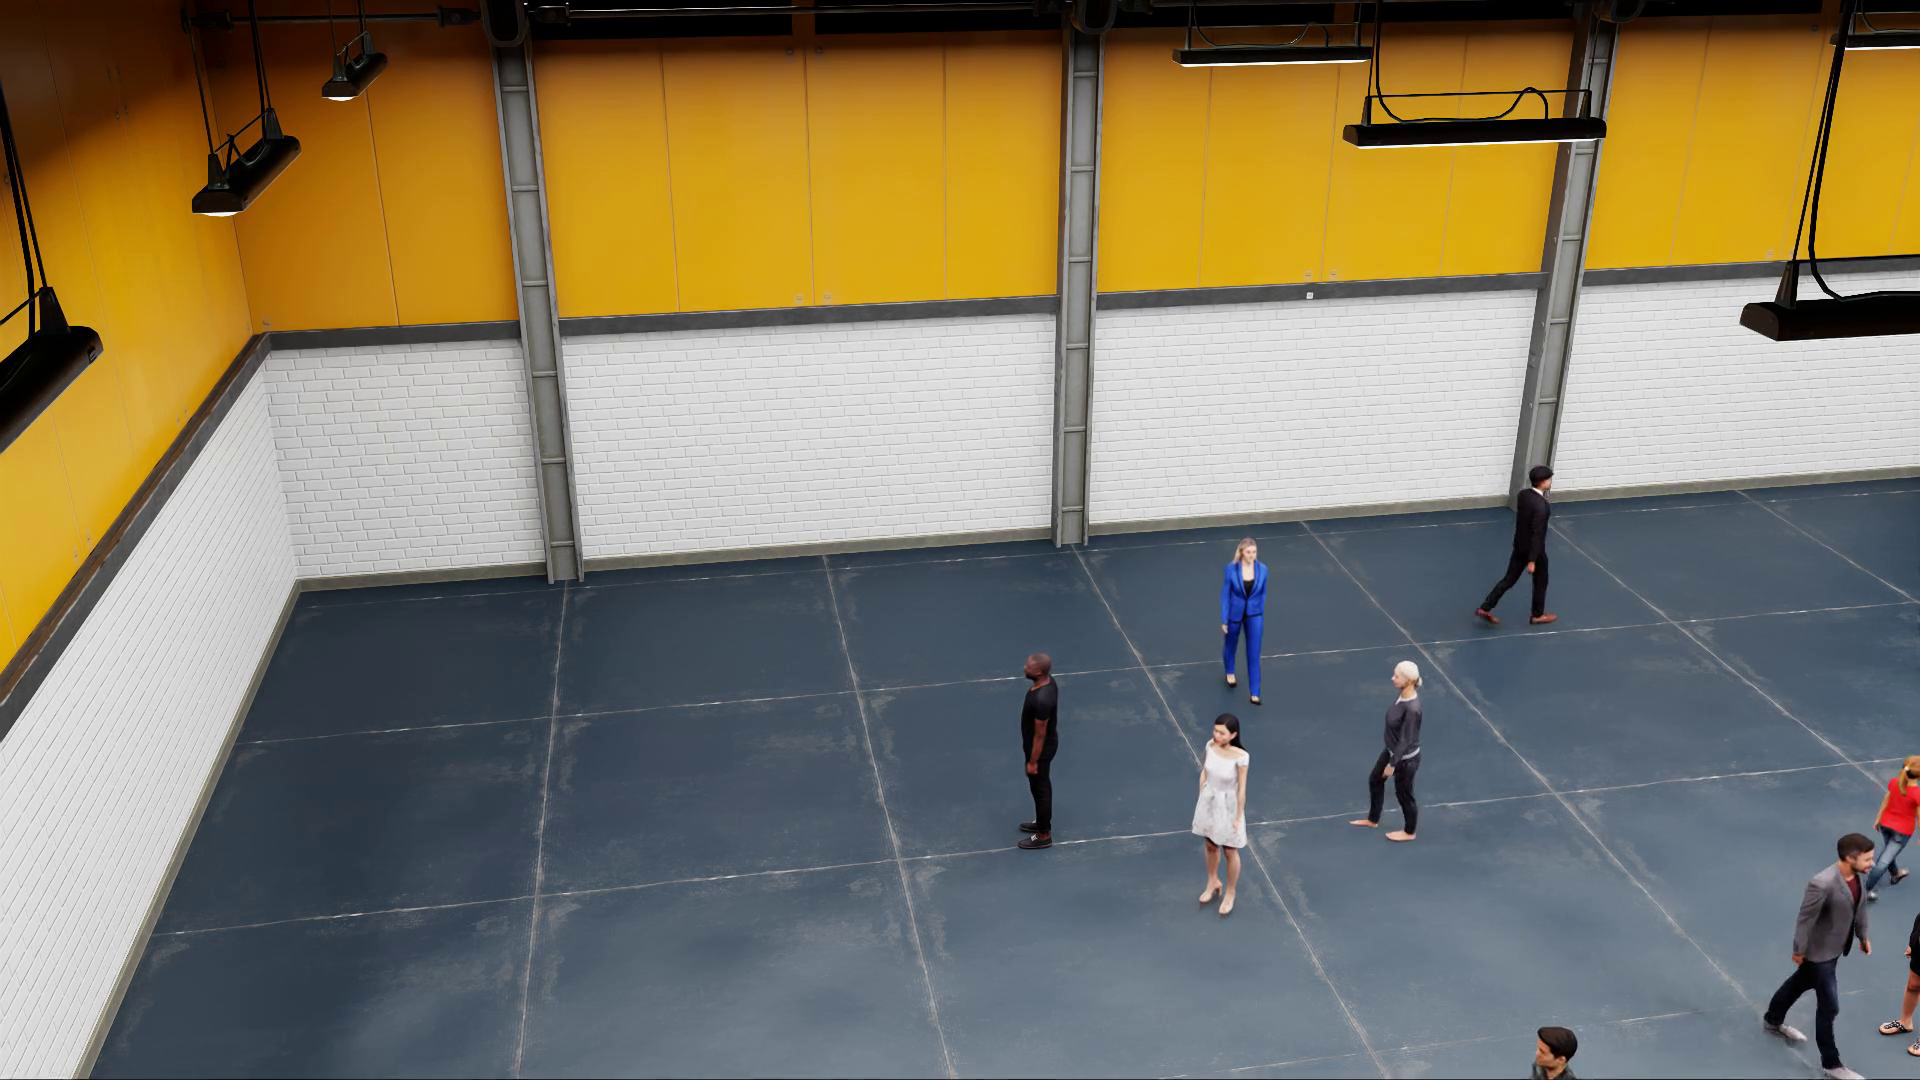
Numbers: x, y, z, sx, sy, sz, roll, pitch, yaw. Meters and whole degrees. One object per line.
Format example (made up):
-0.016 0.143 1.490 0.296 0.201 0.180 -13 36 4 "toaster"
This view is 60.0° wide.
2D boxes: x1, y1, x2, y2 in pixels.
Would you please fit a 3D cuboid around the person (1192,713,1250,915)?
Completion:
2.079 2.150 13.177 0.808 1.770 0.769 -22 32 -40 "person"

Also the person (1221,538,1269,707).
2.771 0.746 16.520 1.067 1.666 0.800 0 24 0 "person"

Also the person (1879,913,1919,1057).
6.882 2.909 11.708 0.591 1.555 0.583 -9 25 -21 "person"

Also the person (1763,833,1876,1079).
5.949 2.797 11.618 1.113 1.833 1.075 -19 30 -37 "person"

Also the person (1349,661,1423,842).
3.827 1.792 14.071 0.848 1.709 0.734 2 24 4 "person"

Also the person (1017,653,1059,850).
0.674 1.755 14.018 0.666 1.820 0.726 3 24 6 "person"

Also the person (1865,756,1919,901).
7.471 2.342 13.354 0.930 1.276 0.622 -10 25 -21 "person"

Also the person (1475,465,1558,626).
5.986 0.093 17.785 1.149 1.847 0.711 -4 24 -8 "person"

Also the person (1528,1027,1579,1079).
3.550 3.584 9.880 0.792 1.698 0.752 -2 24 -4 "person"
